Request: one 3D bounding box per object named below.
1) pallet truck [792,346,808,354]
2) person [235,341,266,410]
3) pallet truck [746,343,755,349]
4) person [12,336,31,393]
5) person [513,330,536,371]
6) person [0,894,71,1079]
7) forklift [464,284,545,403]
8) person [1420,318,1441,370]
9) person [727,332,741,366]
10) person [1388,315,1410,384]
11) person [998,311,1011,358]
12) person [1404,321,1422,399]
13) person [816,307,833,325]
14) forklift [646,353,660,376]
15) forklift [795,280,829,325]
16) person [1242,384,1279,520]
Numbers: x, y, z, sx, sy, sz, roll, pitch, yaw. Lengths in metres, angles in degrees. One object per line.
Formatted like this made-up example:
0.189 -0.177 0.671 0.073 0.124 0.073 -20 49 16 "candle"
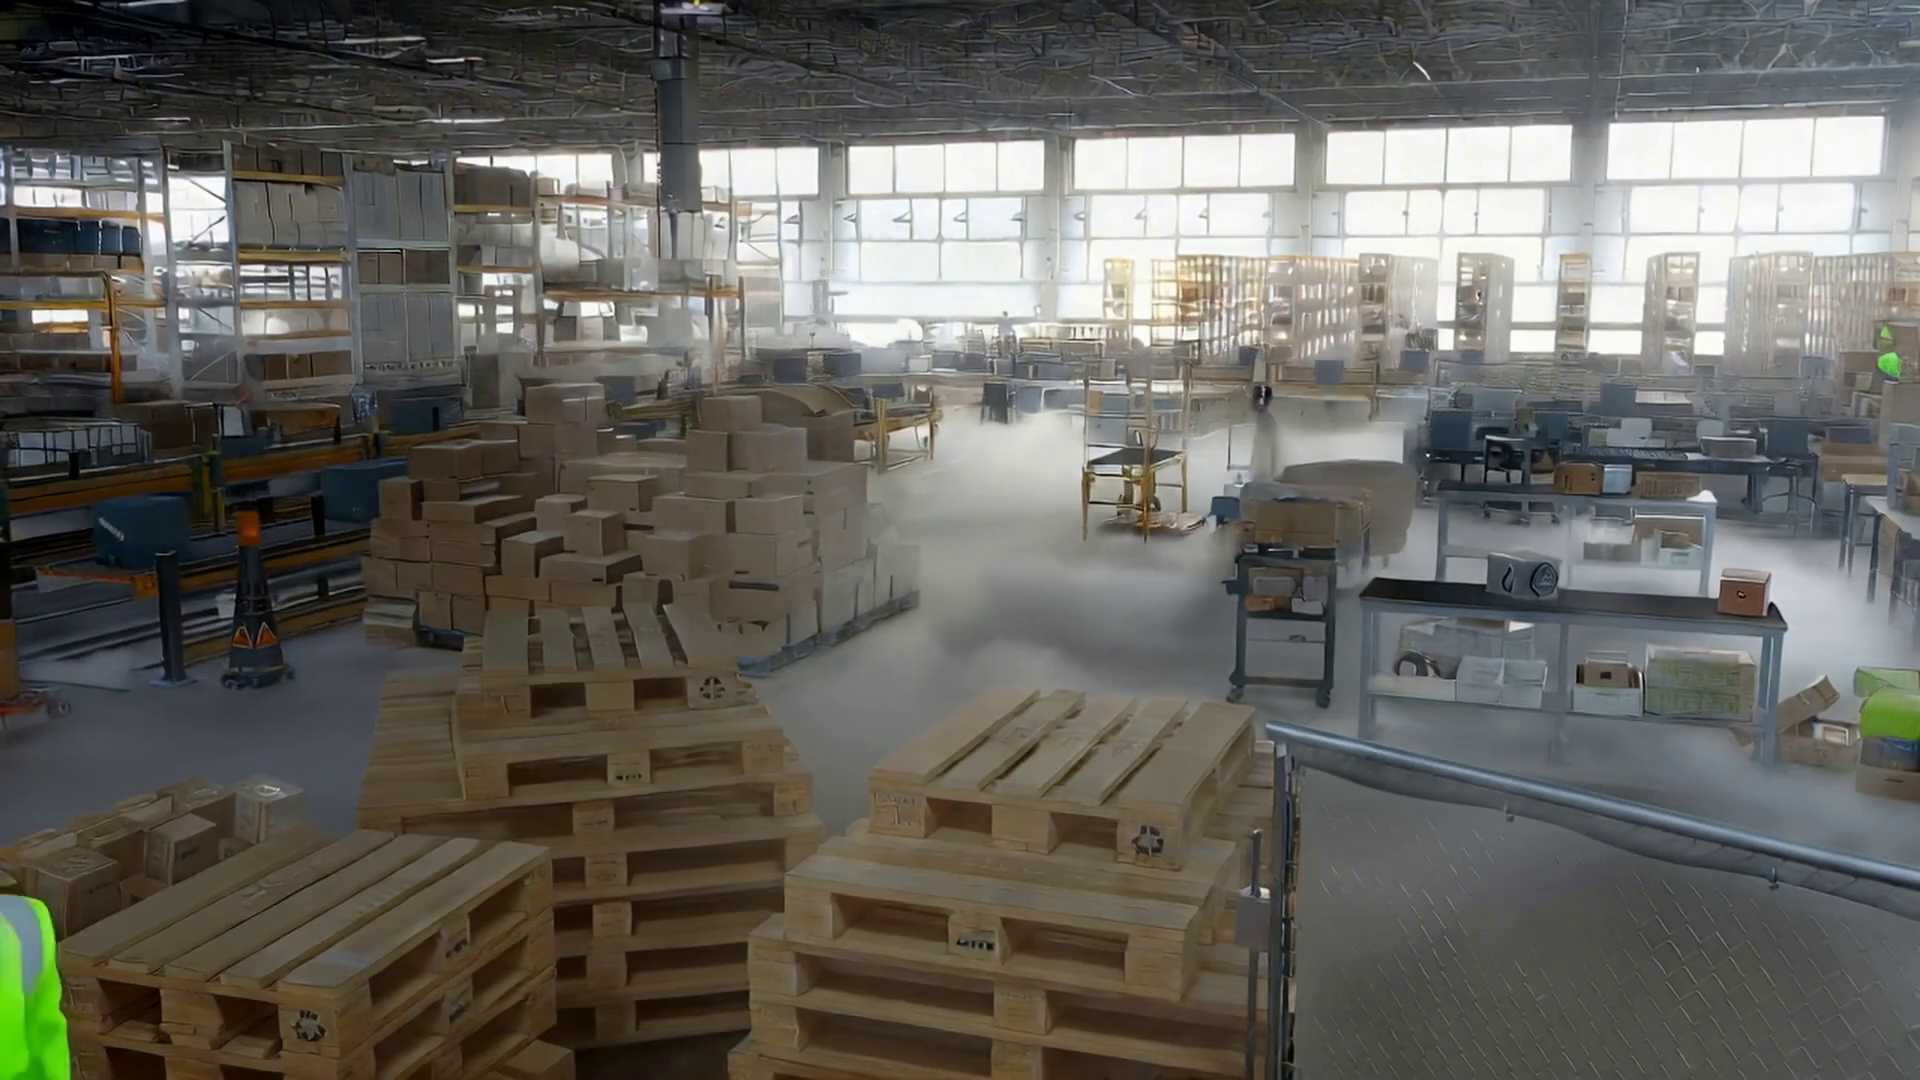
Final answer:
-3.705 -4.298 42.022 0.653 1.274 1.630 3 10 20 "pallet truck"
-15.419 -3.527 36.231 0.698 1.610 0.508 -8 12 -42 "person"
-6.183 -4.618 44.264 1.601 1.201 0.680 -9 12 -43 "pallet truck"
-19.932 -3.545 35.519 0.921 1.876 0.655 3 10 19 "person"
-9.905 -3.893 37.936 0.604 1.804 0.854 3 9 17 "person"
-2.286 1.500 3.831 0.467 1.866 0.615 5 10 29 "person"
-10.832 -4.702 39.610 1.129 2.768 1.873 3 10 20 "forklift"
13.399 -5.402 47.374 0.595 1.810 0.866 4 10 25 "person"
-5.427 -4.180 40.092 0.326 1.687 0.532 -7 11 -37 "person"
11.578 -4.918 43.798 0.609 1.986 0.421 7 11 38 "person"
1.624 -7.528 60.951 0.480 1.732 0.345 -2 9 -15 "person"
11.157 -4.422 40.891 0.407 1.913 0.641 8 12 39 "person"
-4.680 -7.064 57.412 0.603 1.922 0.792 -1 9 -8 "person"
-7.995 -5.993 47.717 1.873 2.768 1.129 3 10 20 "forklift"
-5.600 -9.024 66.750 1.873 2.768 1.129 3 10 20 "forklift"
3.230 -0.777 18.208 0.729 1.844 0.504 1 9 5 "person"
